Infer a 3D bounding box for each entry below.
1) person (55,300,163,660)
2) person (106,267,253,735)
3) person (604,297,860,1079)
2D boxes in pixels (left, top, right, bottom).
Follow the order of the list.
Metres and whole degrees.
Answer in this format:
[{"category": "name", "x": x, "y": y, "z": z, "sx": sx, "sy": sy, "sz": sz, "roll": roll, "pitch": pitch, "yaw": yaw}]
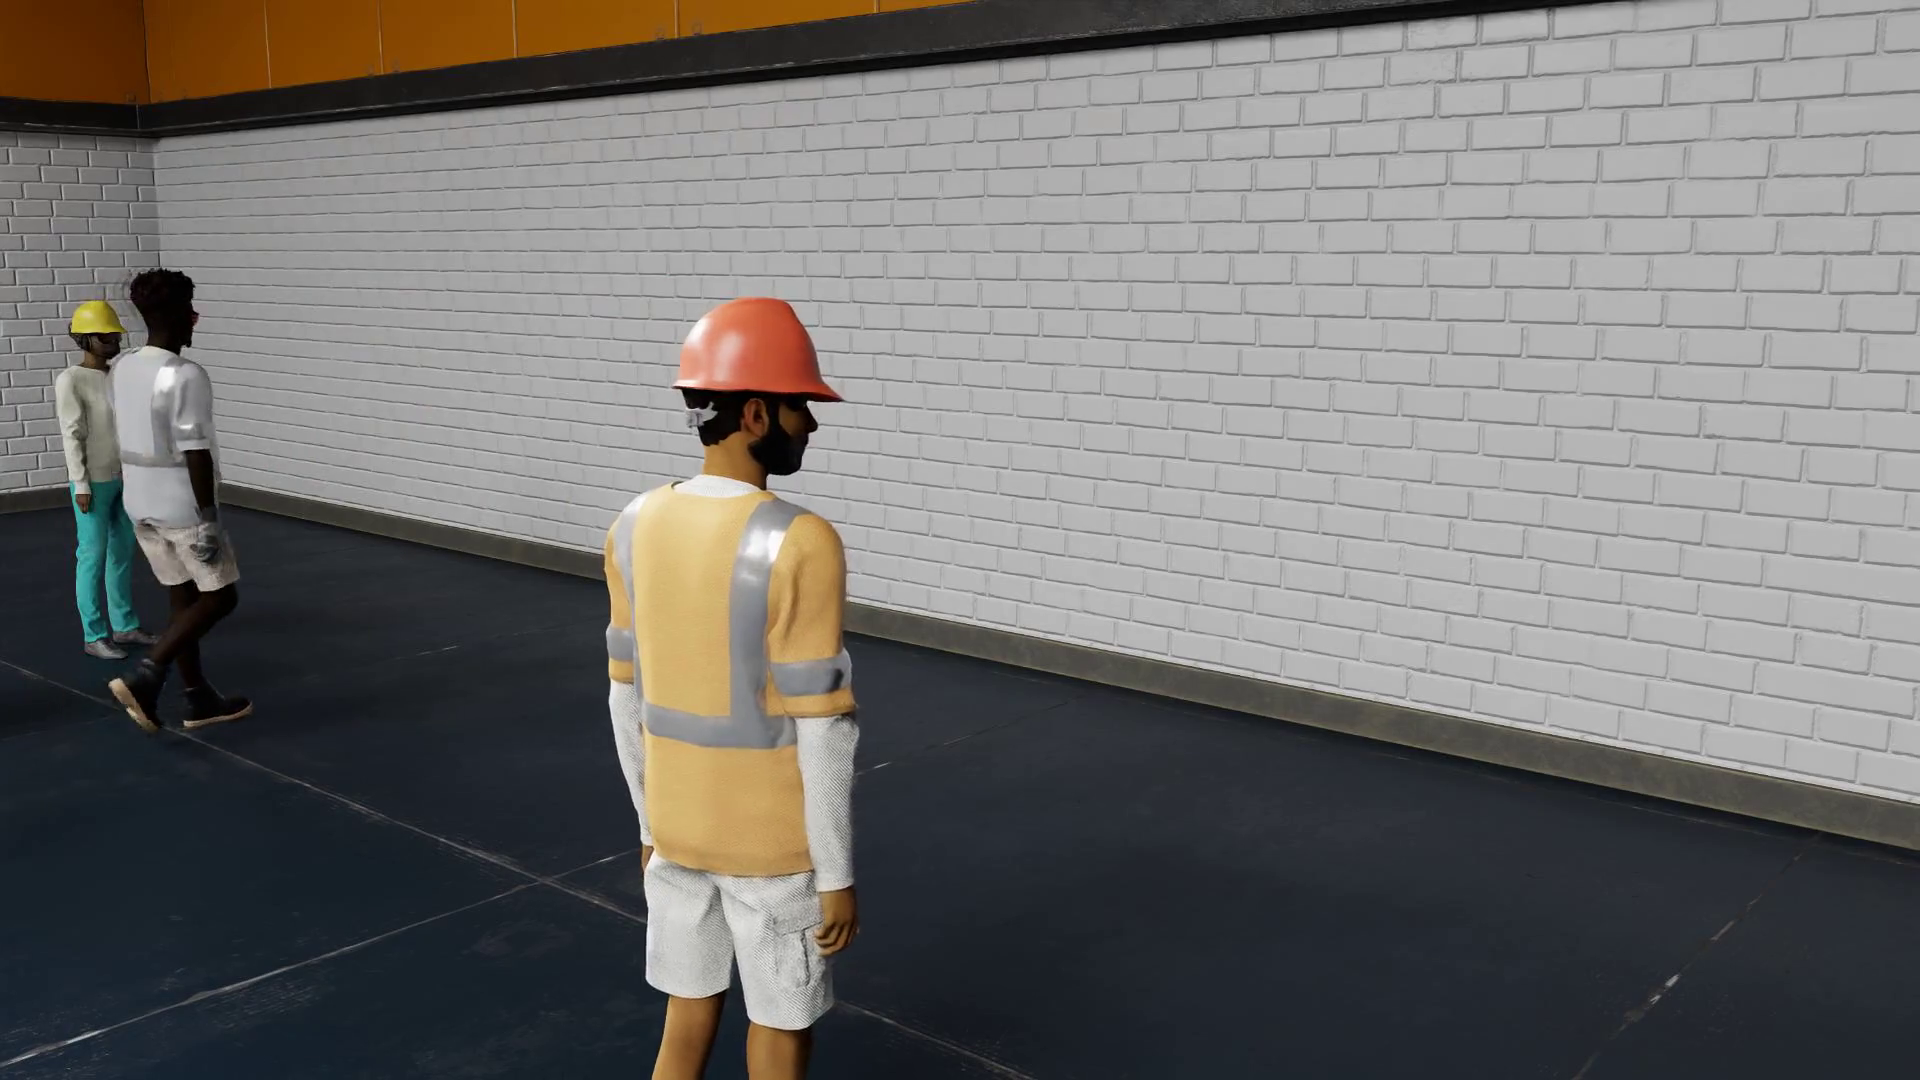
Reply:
[{"category": "person", "x": -4.230, "y": -0.299, "z": 8.268, "sx": 0.308, "sy": 1.769, "sz": 0.525, "roll": 1, "pitch": 10, "yaw": 8}, {"category": "person", "x": -3.260, "y": -0.137, "z": 6.838, "sx": 0.608, "sy": 1.950, "sz": 0.606, "roll": 6, "pitch": 12, "yaw": 31}, {"category": "person", "x": -0.392, "y": 0.527, "z": 3.082, "sx": 0.548, "sy": 1.934, "sz": 0.375, "roll": 7, "pitch": 12, "yaw": 36}]
